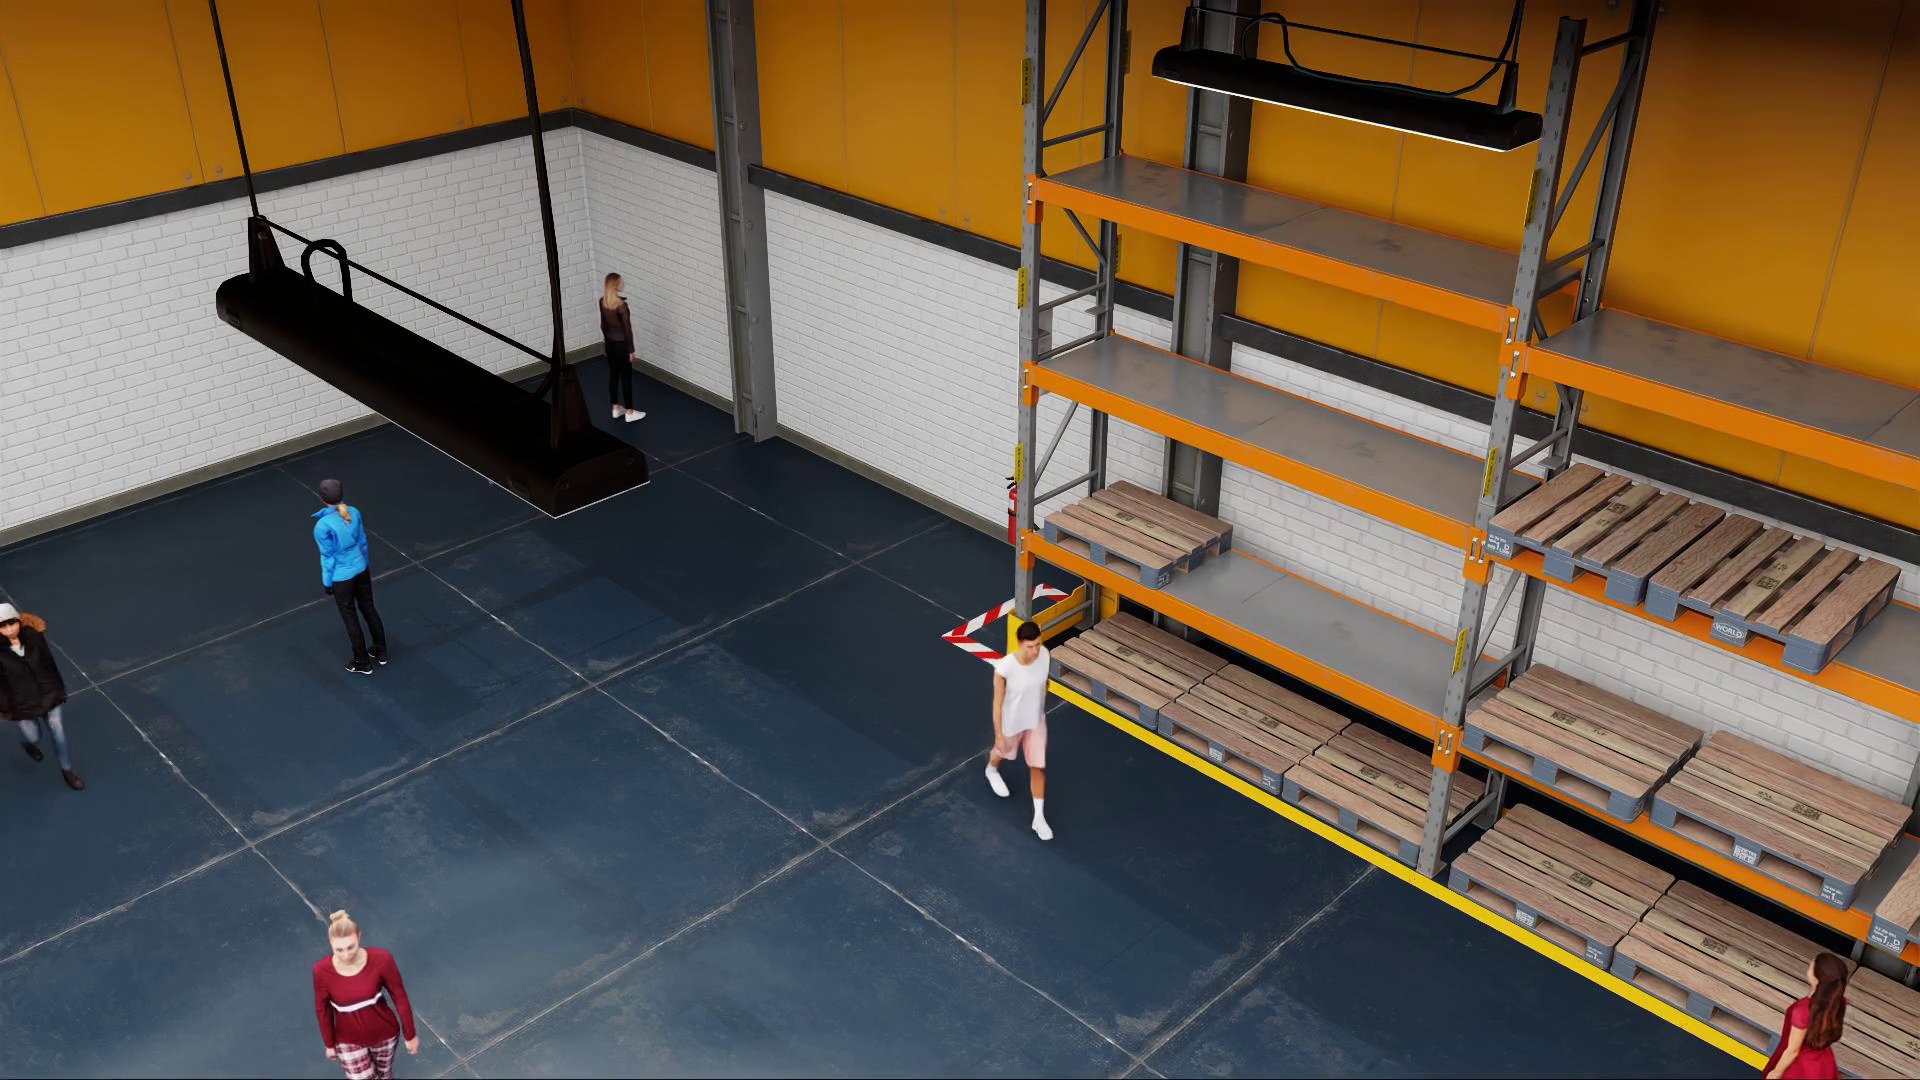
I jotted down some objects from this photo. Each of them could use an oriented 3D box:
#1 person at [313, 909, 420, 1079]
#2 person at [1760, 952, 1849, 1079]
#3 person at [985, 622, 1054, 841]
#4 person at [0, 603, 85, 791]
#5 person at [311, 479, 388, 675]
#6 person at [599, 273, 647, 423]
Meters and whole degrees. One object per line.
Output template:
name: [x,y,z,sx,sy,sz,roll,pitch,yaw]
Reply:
person: [-3.407,2.797,9.545,0.866,1.650,1.146,-14,31,-23]
person: [4.745,2.952,9.362,0.634,1.552,0.694,-12,31,-21]
person: [0.410,1.282,12.234,0.963,1.734,1.281,-12,31,-21]
person: [-7.053,1.157,12.584,0.865,1.618,0.645,22,36,35]
person: [-5.132,0.302,13.965,0.595,1.797,0.662,17,33,28]
person: [-3.816,-2.155,18.568,0.459,1.702,0.673,22,36,35]
